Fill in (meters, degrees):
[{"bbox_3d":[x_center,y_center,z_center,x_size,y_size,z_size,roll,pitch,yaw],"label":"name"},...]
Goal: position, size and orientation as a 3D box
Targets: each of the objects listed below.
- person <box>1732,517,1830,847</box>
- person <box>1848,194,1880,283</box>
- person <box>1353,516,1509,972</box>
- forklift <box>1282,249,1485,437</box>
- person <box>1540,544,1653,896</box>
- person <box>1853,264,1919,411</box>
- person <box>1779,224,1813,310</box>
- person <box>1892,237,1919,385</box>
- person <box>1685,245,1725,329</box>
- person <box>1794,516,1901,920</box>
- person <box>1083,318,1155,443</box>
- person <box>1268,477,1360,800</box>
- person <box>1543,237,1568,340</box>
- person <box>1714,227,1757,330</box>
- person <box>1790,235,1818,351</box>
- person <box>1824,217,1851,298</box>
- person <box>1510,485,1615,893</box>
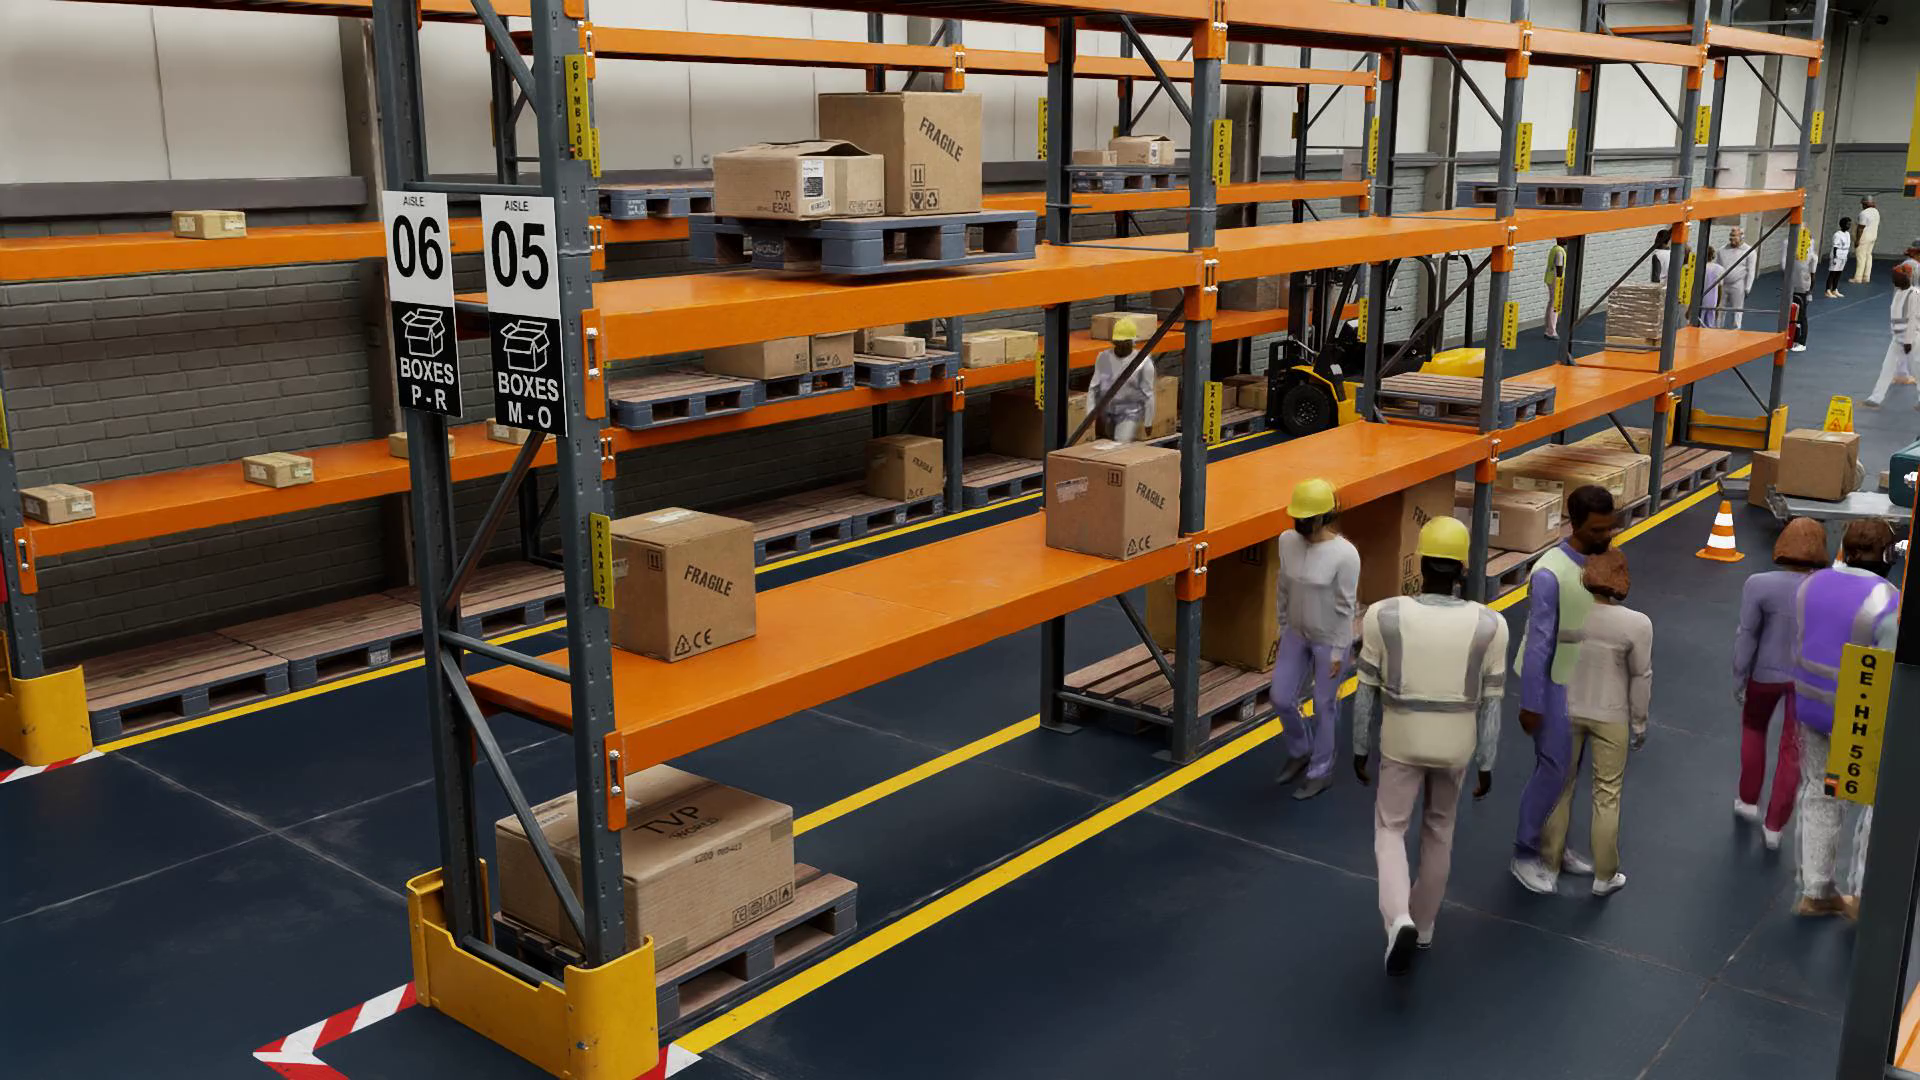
[{"bbox_3d":[4.077,0.671,8.209,0.514,1.605,0.632,5,15,20],"label":"person"},{"bbox_3d":[20.942,-6.999,38.564,0.684,2.000,0.537,-10,17,-35],"label":"person"},{"bbox_3d":[1.926,0.863,6.858,0.594,1.907,0.688,2,14,9],"label":"person"},{"bbox_3d":[4.886,-2.214,18.767,2.313,2.155,1.214,11,18,38],"label":"forklift"},{"bbox_3d":[2.877,0.814,7.592,0.497,1.633,0.278,9,16,32],"label":"person"},{"bbox_3d":[11.786,-2.513,20.755,0.961,1.832,0.665,0,14,1],"label":"person"},{"bbox_3d":[16.440,-5.387,32.703,0.575,1.701,0.915,5,15,19],"label":"person"},{"bbox_3d":[13.225,-3.191,23.063,0.537,2.000,0.678,6,15,22],"label":"person"},{"bbox_3d":[10.830,-3.375,24.234,0.506,1.836,0.349,-2,14,-8],"label":"person"},{"bbox_3d":[3.957,0.793,7.332,0.532,1.811,0.665,-5,15,-19],"label":"person"},{"bbox_3d":[1.520,-1.180,15.416,0.589,1.788,0.944,11,17,37],"label":"person"},{"bbox_3d":[1.813,0.517,8.582,0.429,1.745,0.524,-13,19,-43],"label":"person"},{"bbox_3d":[10.000,-4.279,27.893,0.387,1.846,0.566,2,14,9],"label":"person"},{"bbox_3d":[12.674,-4.173,27.335,0.401,1.910,0.641,-12,18,-41],"label":"person"},{"bbox_3d":[13.368,-3.940,26.490,0.327,1.863,0.508,-5,15,-19],"label":"person"},{"bbox_3d":[18.461,-5.925,34.924,0.532,1.691,0.322,-10,17,-36],"label":"person"},{"bbox_3d":[2.784,0.657,7.687,0.683,1.905,0.392,-12,18,-41],"label":"person"}]
